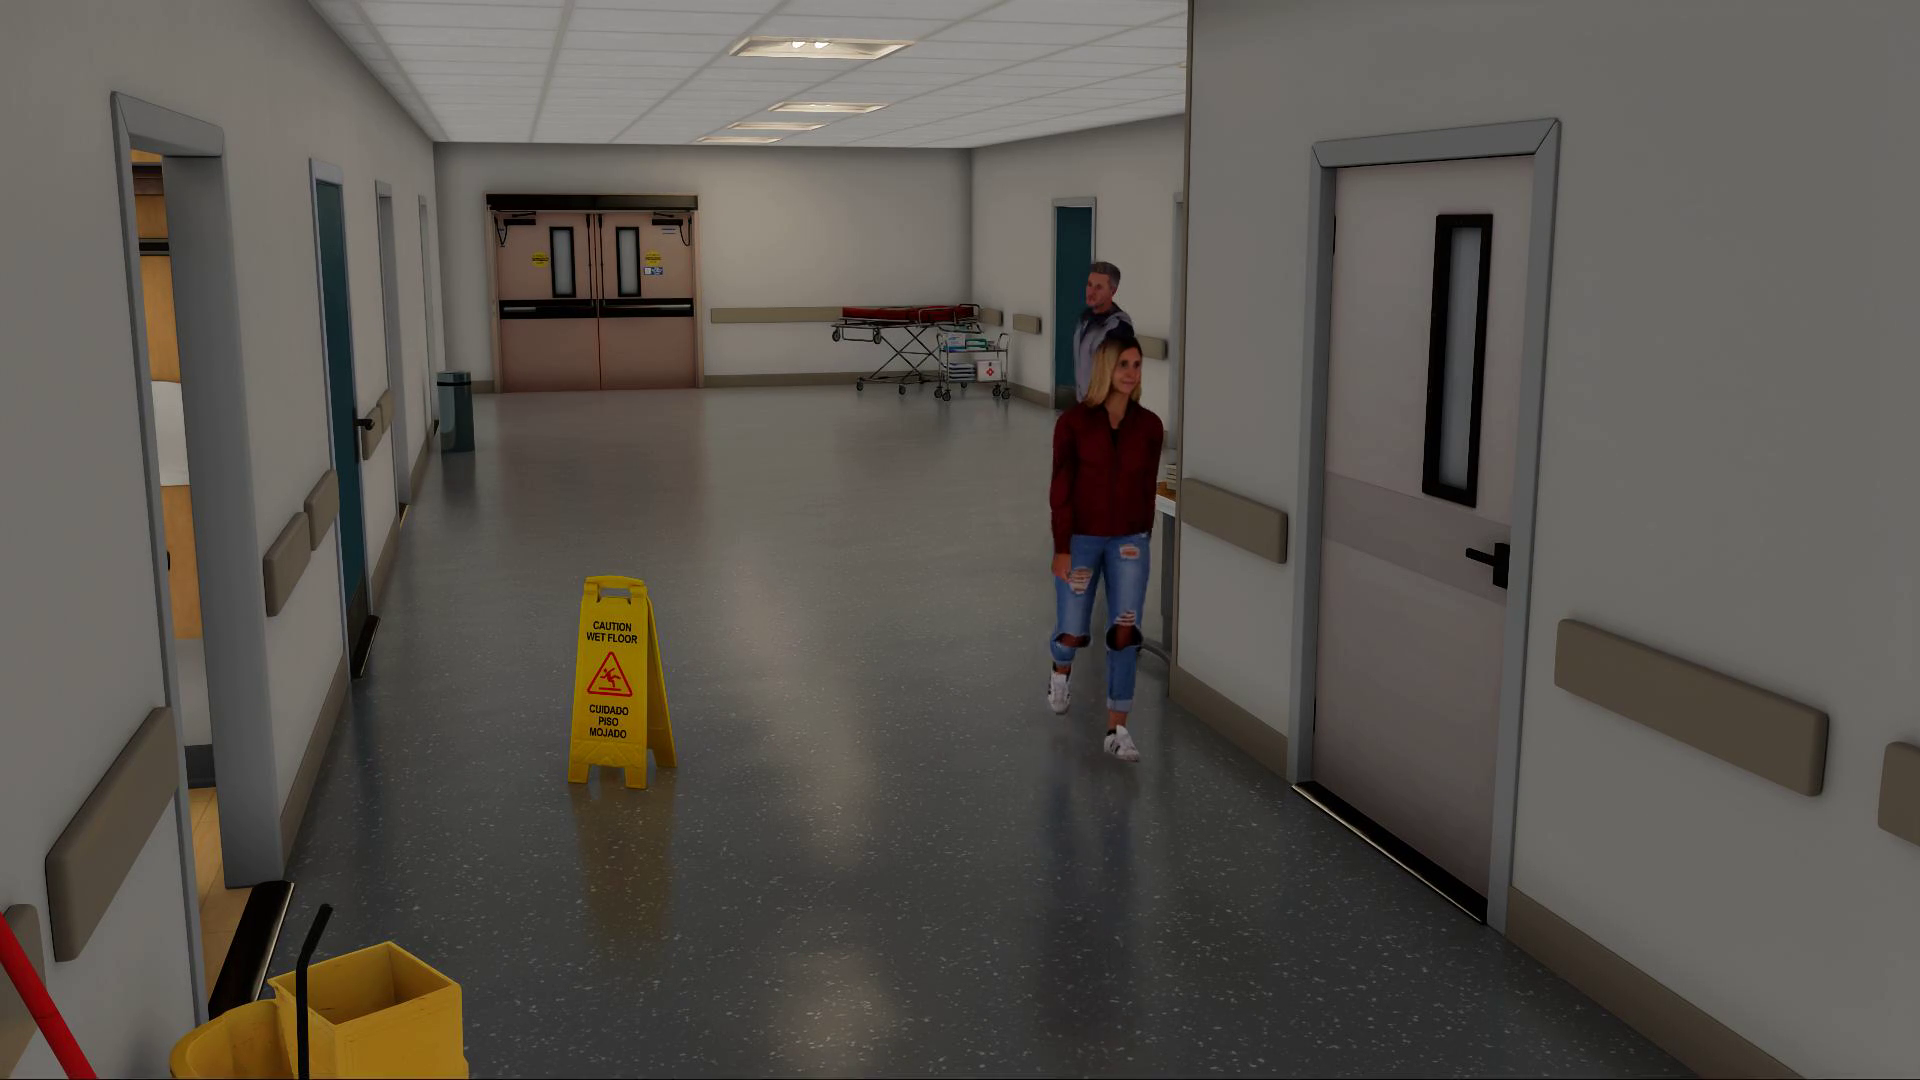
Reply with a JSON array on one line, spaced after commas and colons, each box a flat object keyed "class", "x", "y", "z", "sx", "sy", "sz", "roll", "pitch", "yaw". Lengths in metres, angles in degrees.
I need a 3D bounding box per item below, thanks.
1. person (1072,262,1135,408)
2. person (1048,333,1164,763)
[{"class": "person", "x": 0.867, "y": -0.748, "z": 9.964, "sx": 0.915, "sy": 1.808, "sz": 0.734, "roll": -4, "pitch": 11, "yaw": -19}, {"class": "person", "x": 0.531, "y": 0.019, "z": 6.453, "sx": 0.653, "sy": 1.609, "sz": 1.008, "roll": -2, "pitch": 11, "yaw": -10}]
